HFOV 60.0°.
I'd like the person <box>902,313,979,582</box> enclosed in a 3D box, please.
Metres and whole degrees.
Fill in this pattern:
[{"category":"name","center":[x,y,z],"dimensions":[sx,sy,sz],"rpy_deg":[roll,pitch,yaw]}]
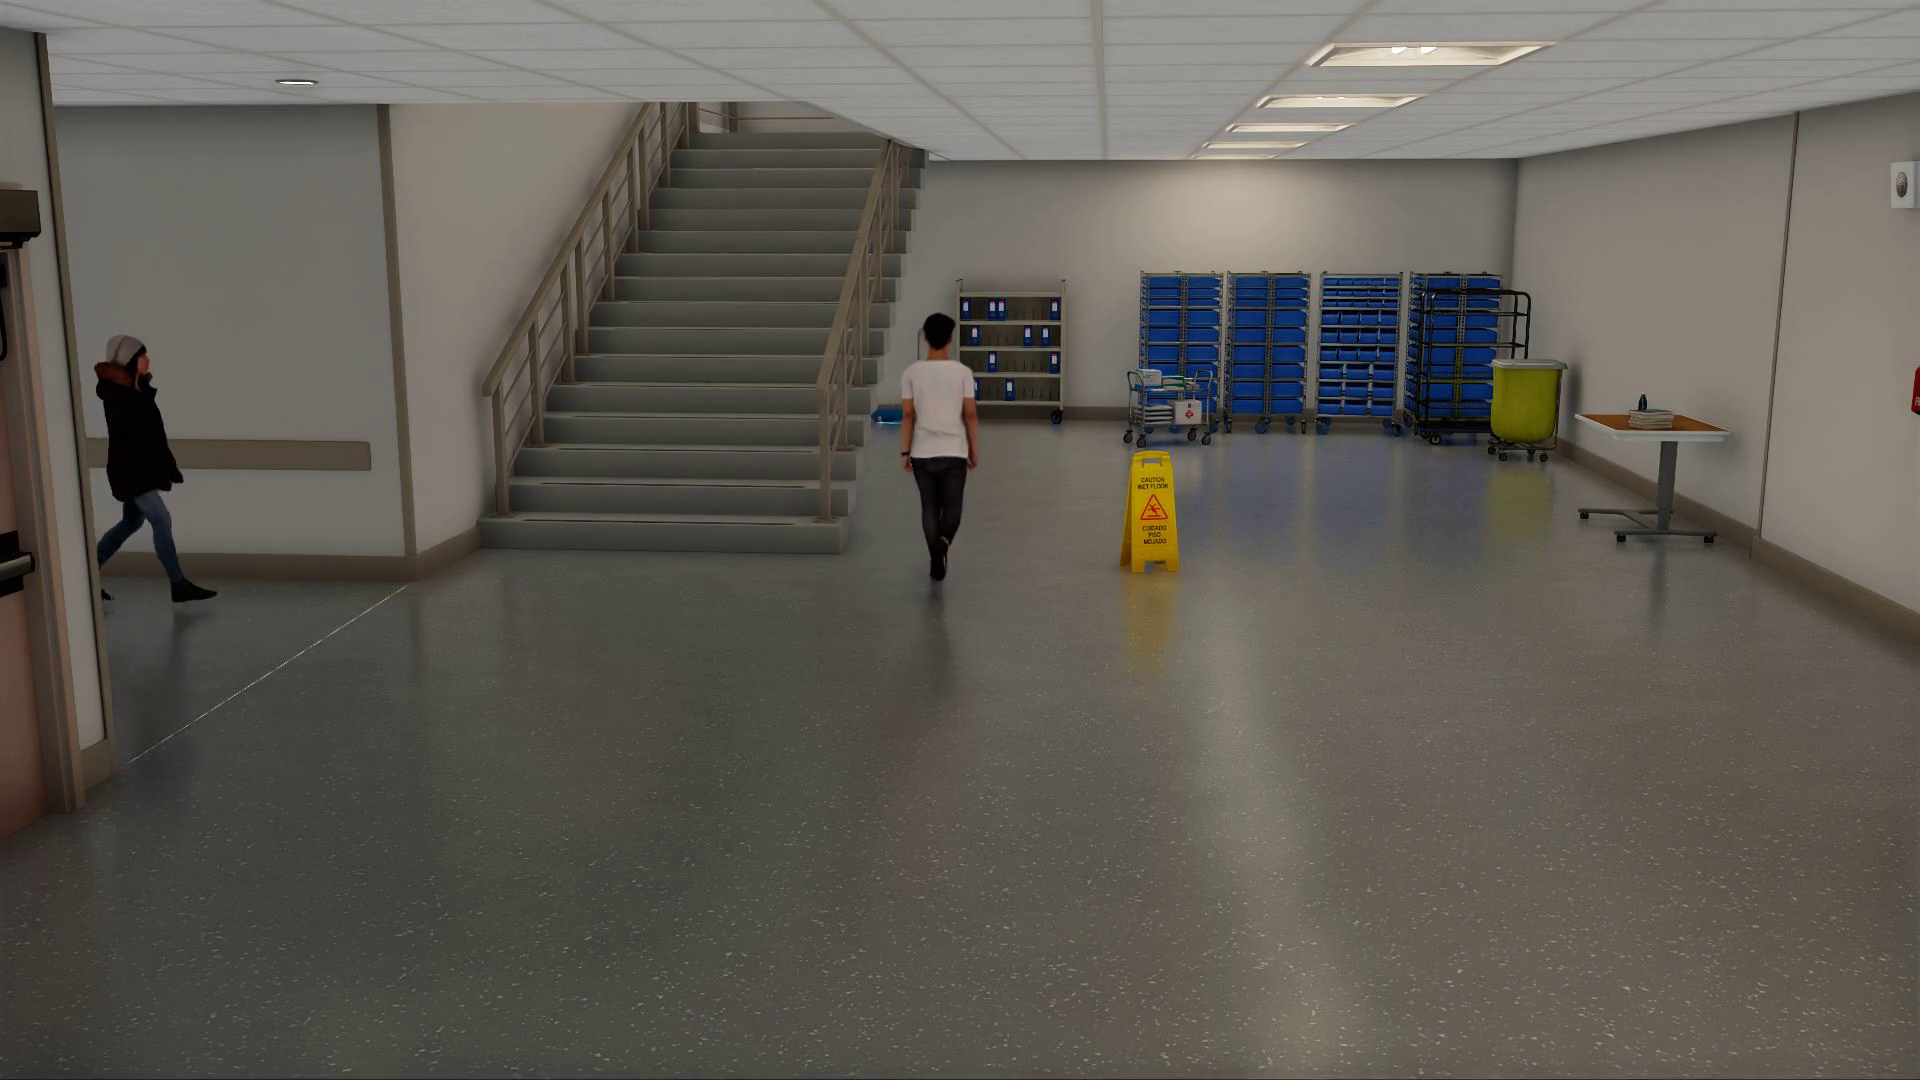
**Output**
[{"category":"person","center":[-0.147,-0.551,10.461],"dimensions":[0.637,1.697,0.992],"rpy_deg":[1,11,7]}]

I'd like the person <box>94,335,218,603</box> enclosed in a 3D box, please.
[{"category":"person","center":[-4.962,-0.390,9.866],"dimensions":[0.879,1.603,1.064],"rpy_deg":[-2,11,-12]}]
